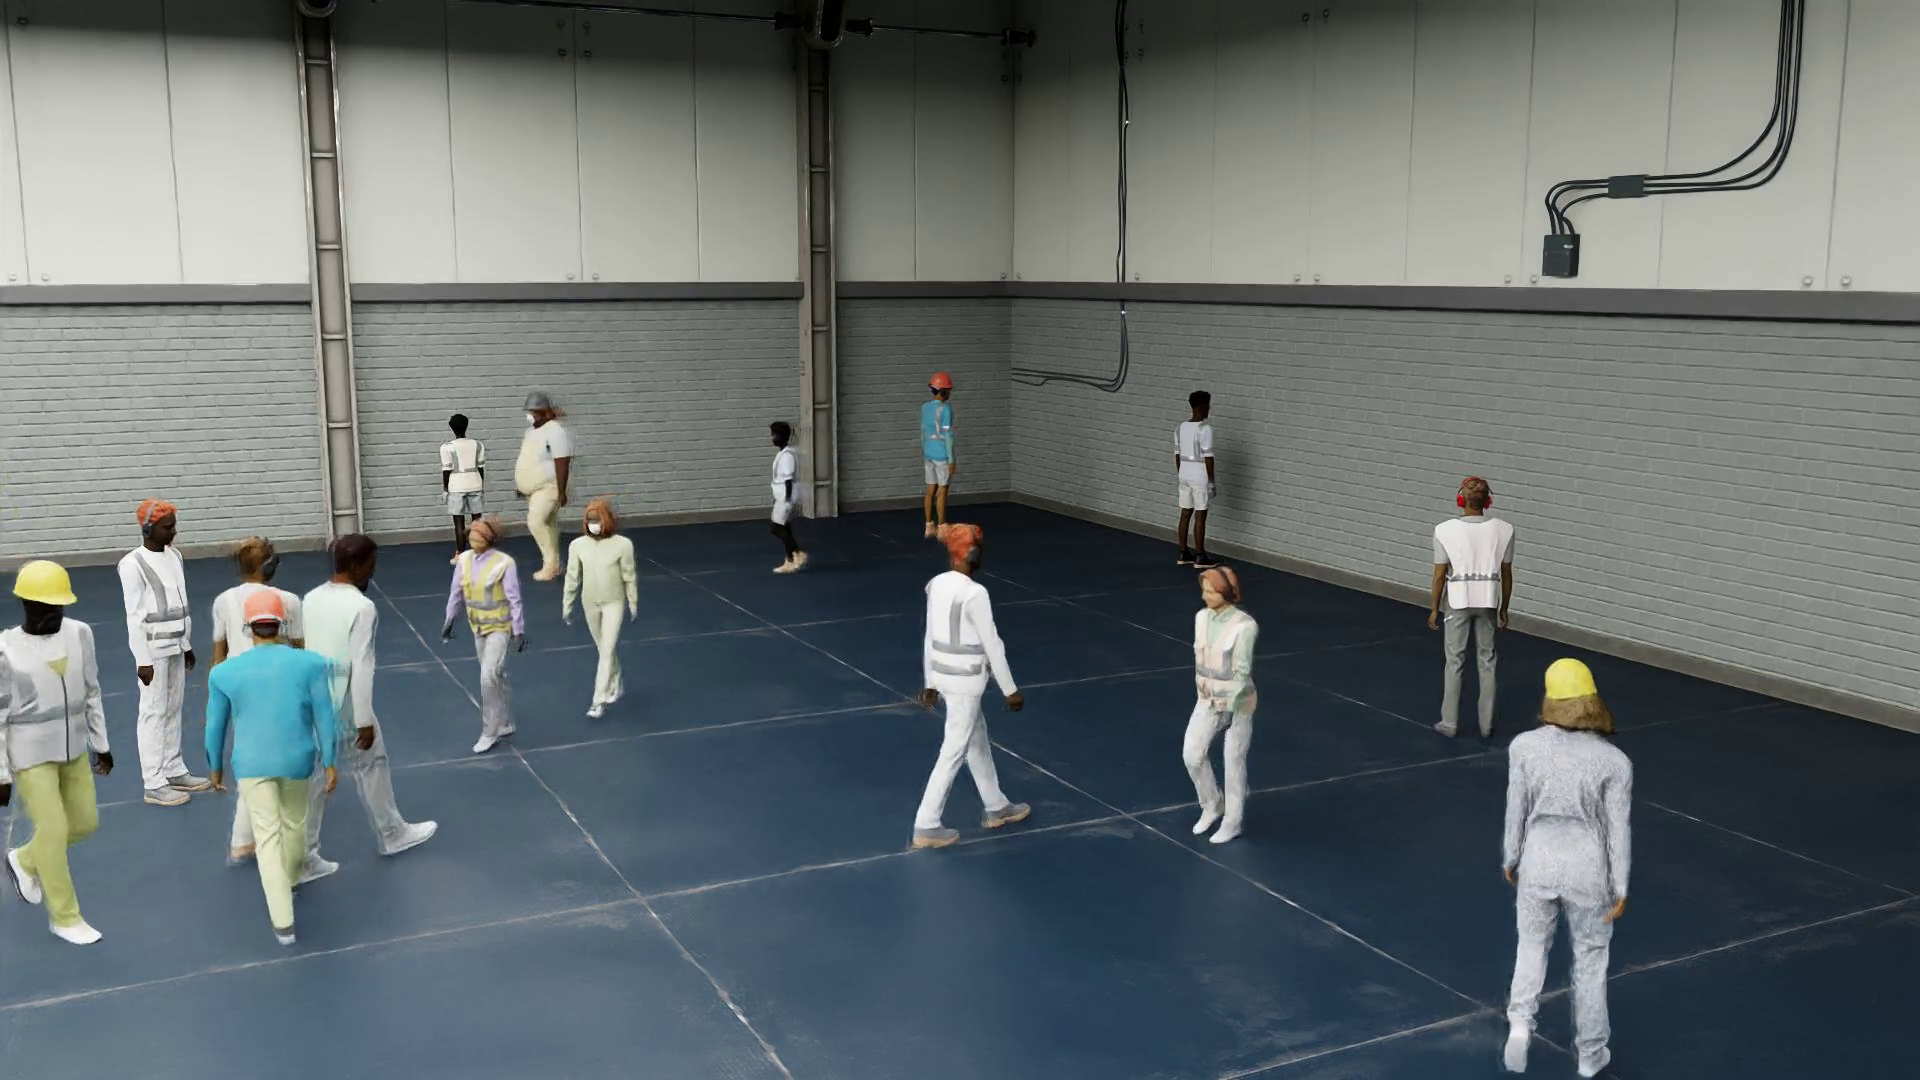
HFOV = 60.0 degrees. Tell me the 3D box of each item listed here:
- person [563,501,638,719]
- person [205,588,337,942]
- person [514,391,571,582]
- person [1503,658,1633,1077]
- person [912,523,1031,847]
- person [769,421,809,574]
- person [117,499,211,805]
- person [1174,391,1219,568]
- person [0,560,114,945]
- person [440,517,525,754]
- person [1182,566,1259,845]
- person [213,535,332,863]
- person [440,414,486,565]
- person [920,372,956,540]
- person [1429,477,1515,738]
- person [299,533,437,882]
[{"bbox_3d":[-2.674,0.498,12.351,0.521,1.581,0.873,2,9,10],"label":"person"},{"bbox_3d":[-3.468,1.083,8.362,0.592,1.701,0.880,-5,11,-30],"label":"person"},{"bbox_3d":[-4.443,-0.579,17.594,0.547,2.000,0.692,-6,11,-34],"label":"person"},{"bbox_3d":[2.424,1.346,6.690,0.524,1.723,0.555,6,11,31],"label":"person"},{"bbox_3d":[0.054,0.819,9.569,0.851,1.849,0.583,-4,10,-25],"label":"person"},{"bbox_3d":[-1.893,-0.450,17.913,0.367,1.679,0.526,-1,9,-5],"label":"person"},{"bbox_3d":[-4.934,0.683,10.299,0.356,1.886,0.574,0,9,1],"label":"person"},{"bbox_3d":[2.625,-0.679,18.437,0.368,1.967,0.600,-5,11,-30],"label":"person"},{"bbox_3d":[-4.516,1.022,8.153,0.653,1.901,0.614,4,10,21],"label":"person"},{"bbox_3d":[-3.285,0.636,11.407,0.586,1.617,0.596,6,11,34],"label":"person"},{"bbox_3d":[1.480,0.949,9.468,0.421,1.620,0.508,-7,12,-38],"label":"person"},{"bbox_3d":[-3.927,0.859,9.497,0.507,1.788,0.979,3,10,16],"label":"person"},{"bbox_3d":[-5.525,-0.556,18.523,0.536,1.692,0.322,-9,13,-44],"label":"person"},{"bbox_3d":[-0.238,-1.023,20.322,0.385,2.045,0.605,-6,11,-33],"label":"person"},{"bbox_3d":[3.582,0.480,11.667,0.563,1.847,0.390,0,9,1],"label":"person"},{"bbox_3d":[-3.326,0.888,9.100,0.669,1.856,0.932,6,11,34],"label":"person"}]
